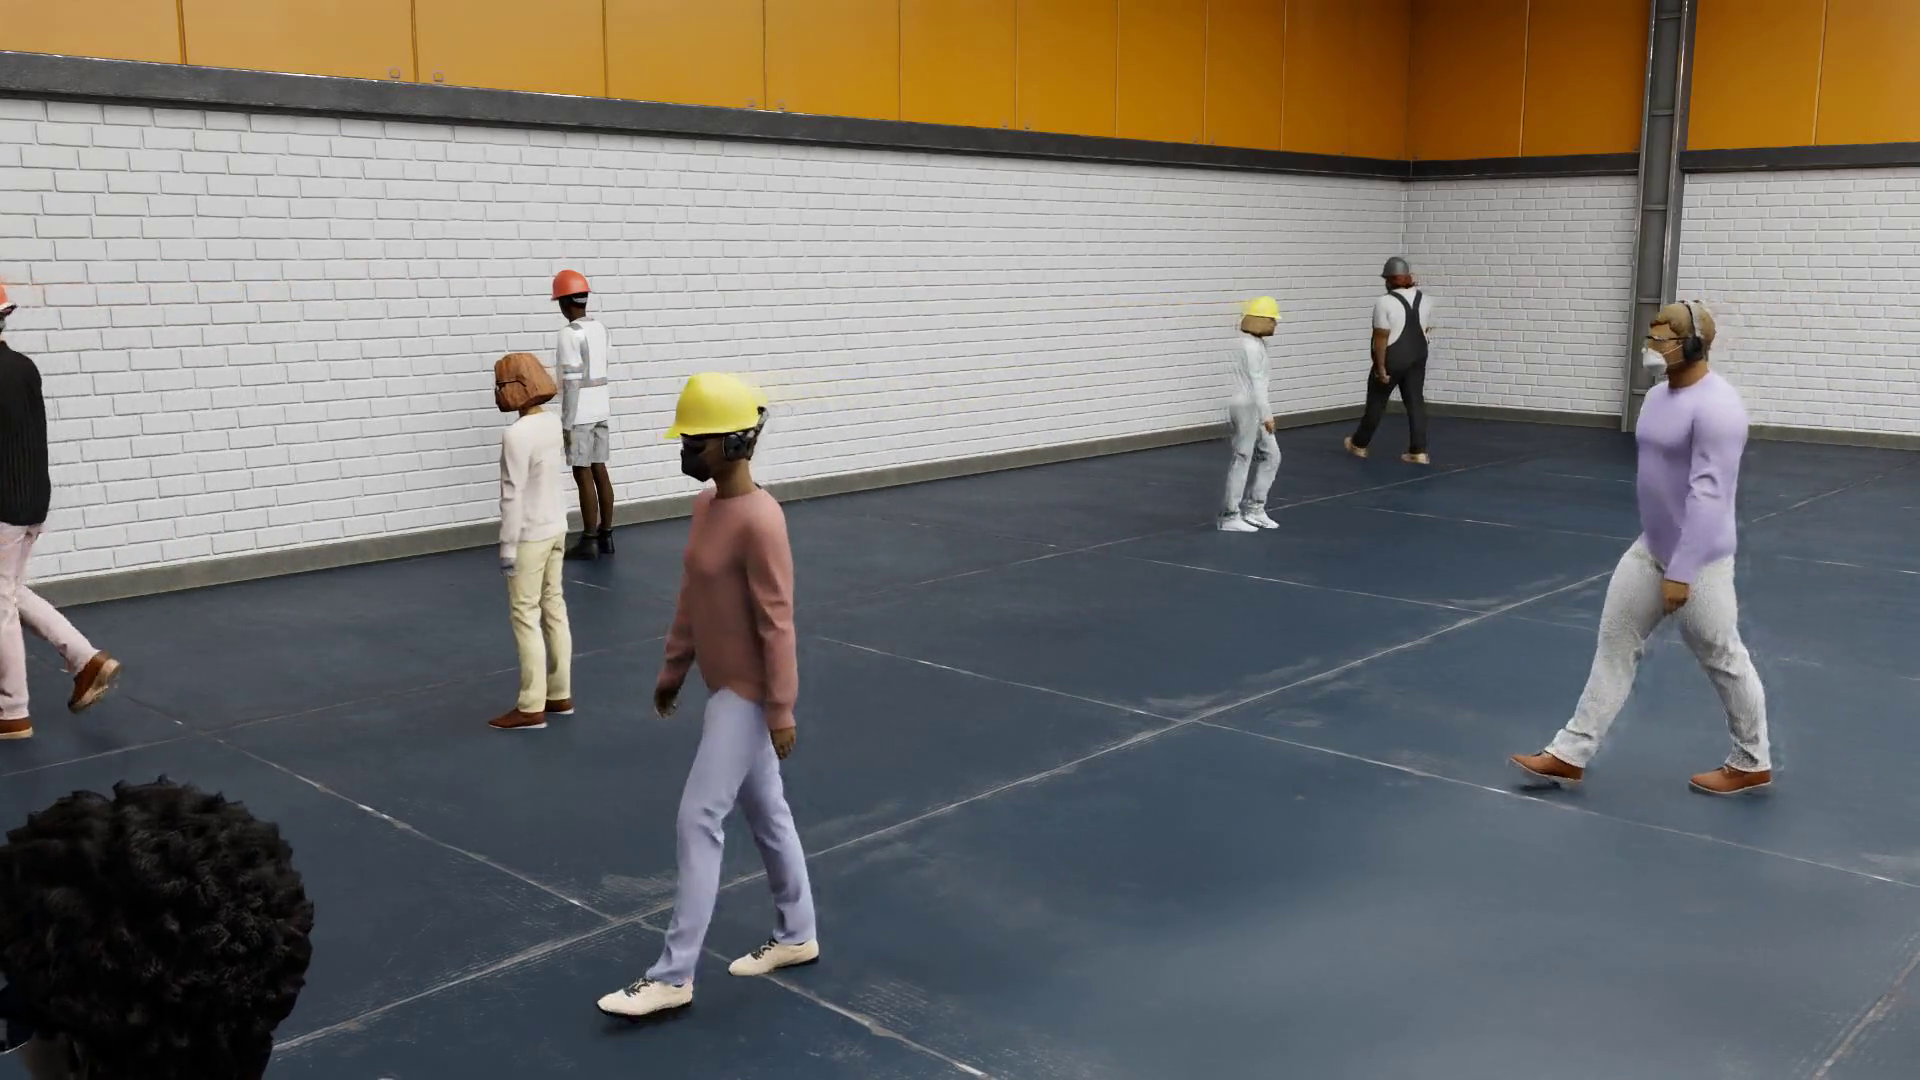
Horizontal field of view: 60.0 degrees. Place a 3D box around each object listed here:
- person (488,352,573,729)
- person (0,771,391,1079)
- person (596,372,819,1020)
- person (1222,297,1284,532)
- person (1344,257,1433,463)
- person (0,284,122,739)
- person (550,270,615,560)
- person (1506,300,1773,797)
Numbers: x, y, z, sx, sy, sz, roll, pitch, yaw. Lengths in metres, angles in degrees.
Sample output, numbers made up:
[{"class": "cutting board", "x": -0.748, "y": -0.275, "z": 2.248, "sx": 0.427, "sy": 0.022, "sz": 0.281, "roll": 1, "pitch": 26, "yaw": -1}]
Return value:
[{"class": "person", "x": -1.875, "y": 0.005, "z": 7.235, "sx": 0.305, "sy": 1.632, "sz": 0.516, "roll": 2, "pitch": 10, "yaw": 11}, {"class": "person", "x": -0.559, "y": 1.013, "z": 1.324, "sx": 0.322, "sy": 1.690, "sz": 0.531, "roll": 4, "pitch": 11, "yaw": 20}, {"class": "person", "x": -0.721, "y": 0.423, "z": 4.540, "sx": 0.775, "sy": 1.743, "sz": 0.540, "roll": -4, "pitch": 11, "yaw": -23}, {"class": "person", "x": 2.175, "y": -0.904, "z": 12.132, "sx": 0.555, "sy": 1.719, "sz": 0.482, "roll": 3, "pitch": 10, "yaw": 17}, {"class": "person", "x": 4.245, "y": -1.792, "z": 16.284, "sx": 0.691, "sy": 2.000, "sz": 0.995, "roll": -4, "pitch": 11, "yaw": -20}, {"class": "person", "x": -3.983, "y": -0.131, "z": 6.980, "sx": 0.539, "sy": 1.982, "sz": 0.634, "roll": -1, "pitch": 10, "yaw": -8}, {"class": "person", "x": -2.535, "y": -0.825, "z": 11.095, "sx": 0.375, "sy": 1.931, "sz": 0.542, "roll": 3, "pitch": 10, "yaw": 16}, {"class": "person", "x": 2.646, "y": 0.056, "z": 6.211, "sx": 1.012, "sy": 1.884, "sz": 0.651, "roll": 0, "pitch": 10, "yaw": -3}]
